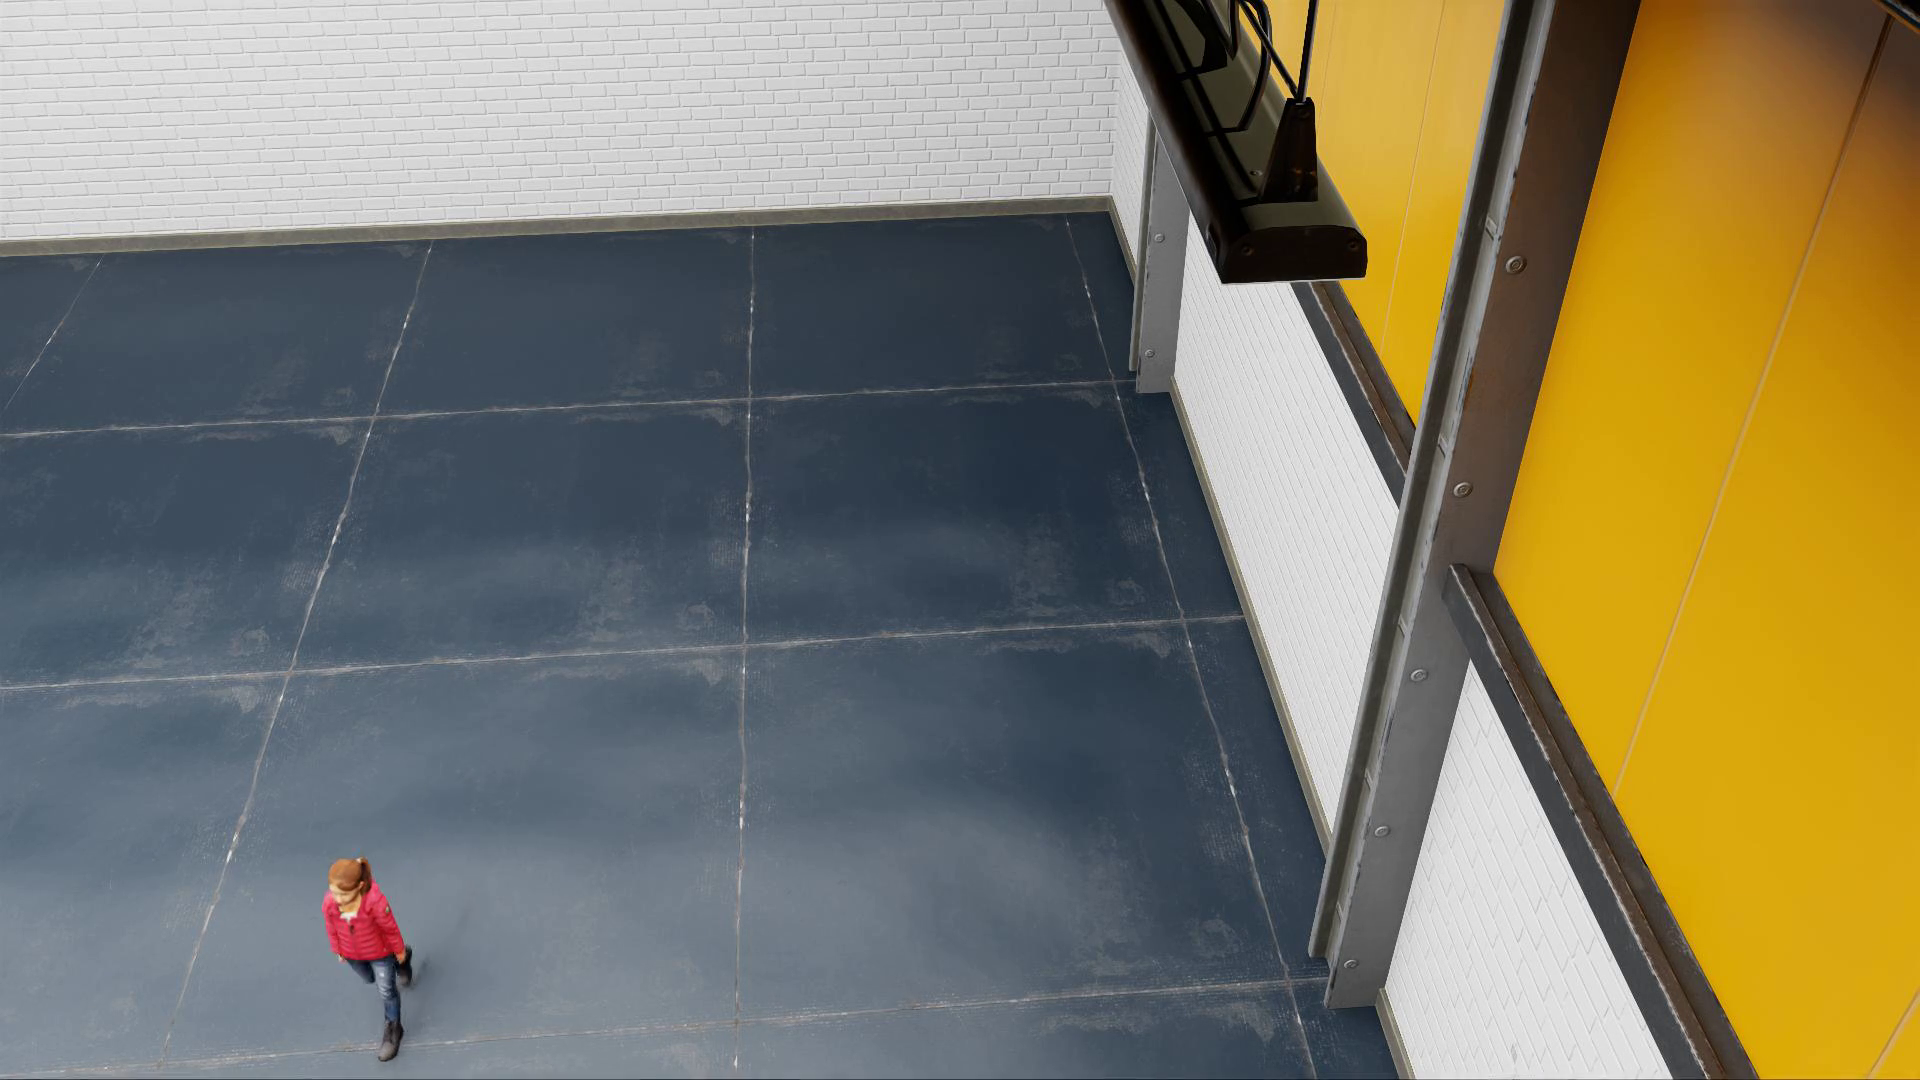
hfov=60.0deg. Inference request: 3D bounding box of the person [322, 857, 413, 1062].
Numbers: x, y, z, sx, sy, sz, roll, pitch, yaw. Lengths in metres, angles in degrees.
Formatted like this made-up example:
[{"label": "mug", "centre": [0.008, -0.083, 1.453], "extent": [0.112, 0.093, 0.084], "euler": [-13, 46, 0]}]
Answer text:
[{"label": "person", "centre": [-2.997, 2.040, 8.516], "extent": [0.627, 1.304, 0.868], "euler": [4, 39, 5]}]
